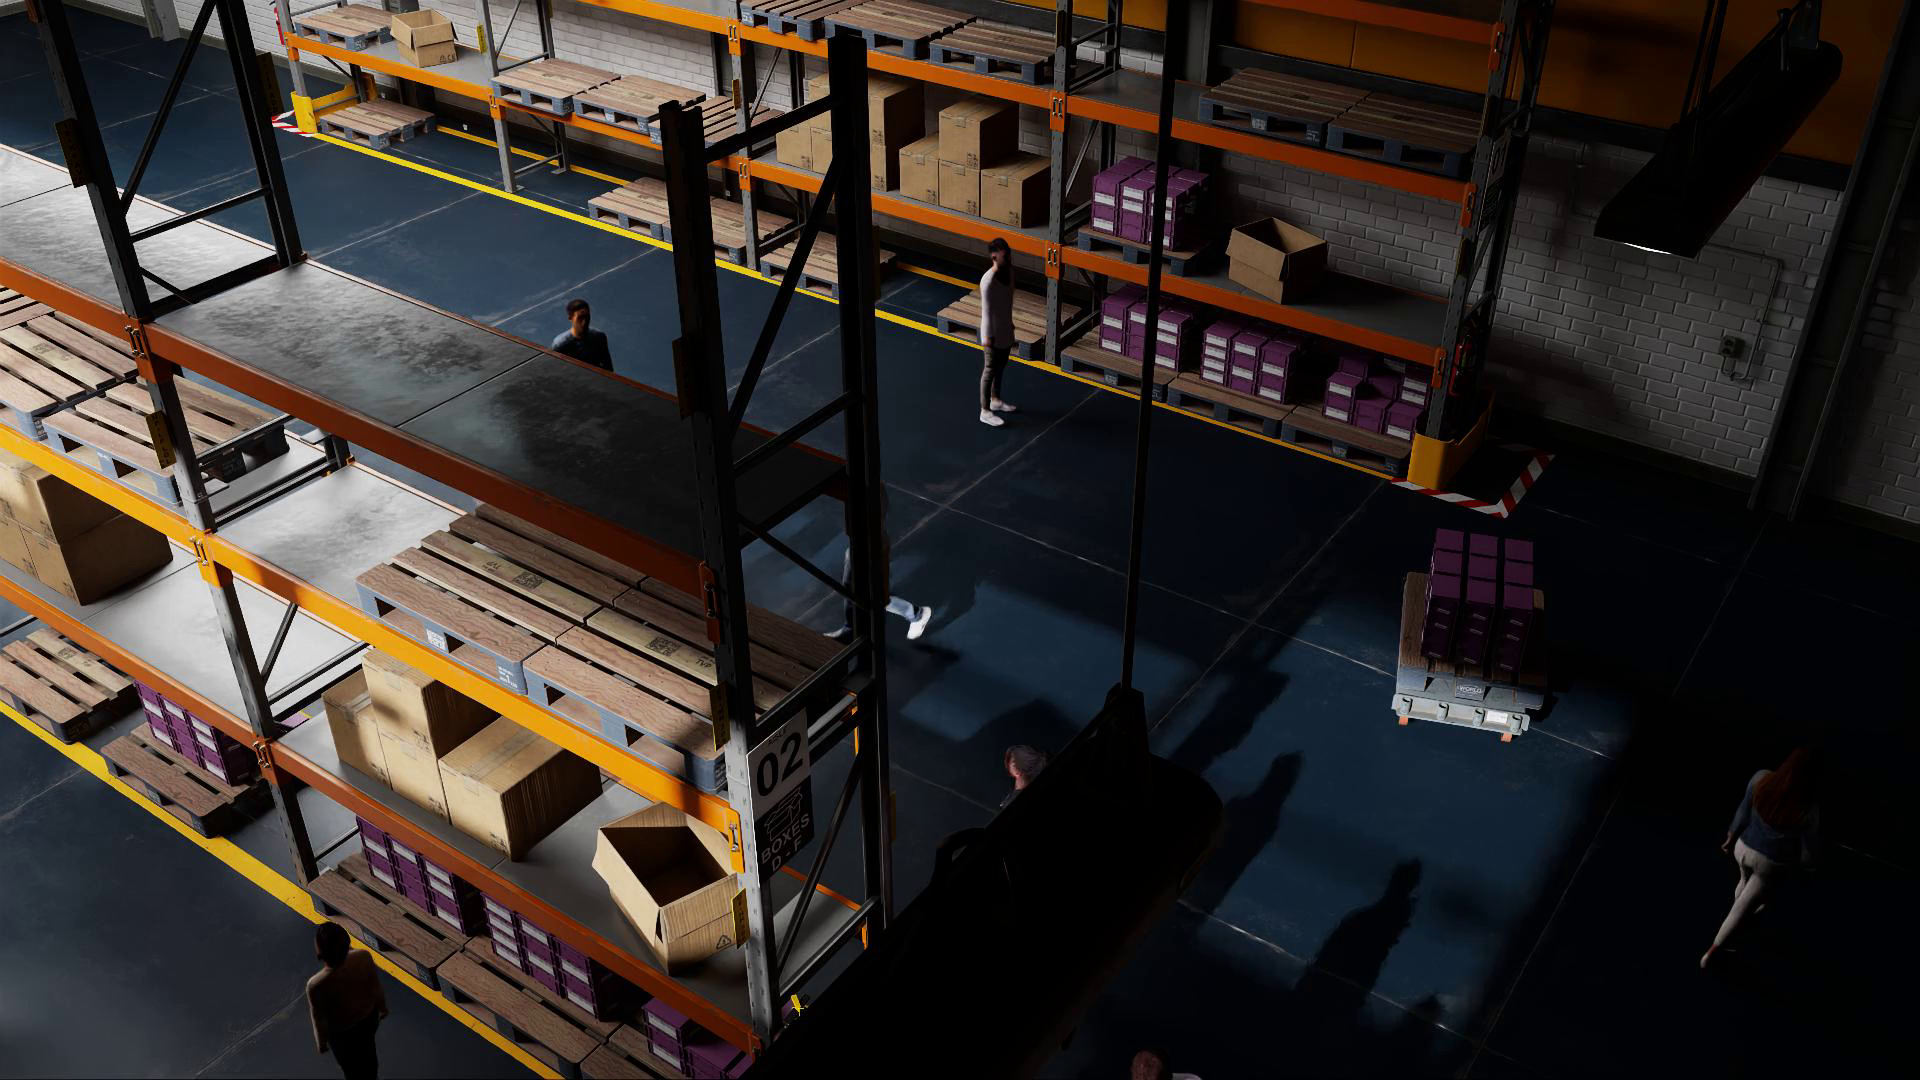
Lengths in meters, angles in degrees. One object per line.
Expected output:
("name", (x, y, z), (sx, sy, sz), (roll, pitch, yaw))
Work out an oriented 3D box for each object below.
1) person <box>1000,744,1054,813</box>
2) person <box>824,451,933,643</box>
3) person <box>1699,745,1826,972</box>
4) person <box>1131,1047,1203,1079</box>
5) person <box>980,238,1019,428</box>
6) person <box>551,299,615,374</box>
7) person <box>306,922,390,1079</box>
("person", (0.441, 1.895, 9.826), (0.668, 1.719, 0.630), (19, 38, 26))
("person", (-0.623, 0.055, 12.525), (1.089, 1.795, 1.101), (-10, 35, -14))
("person", (4.677, 1.916, 9.829), (0.945, 1.682, 0.965), (-16, 37, -23))
("person", (0.911, 3.000, 8.075), (0.821, 1.817, 0.883), (-7, 34, -10))
("person", (0.353, -1.971, 15.534), (0.593, 1.839, 0.689), (16, 37, 22))
("person", (-3.353, -1.329, 14.625), (0.883, 1.776, 1.133), (-21, 39, -28))
("person", (-3.229, 2.650, 8.939), (0.920, 1.443, 0.567), (23, 40, 31))
